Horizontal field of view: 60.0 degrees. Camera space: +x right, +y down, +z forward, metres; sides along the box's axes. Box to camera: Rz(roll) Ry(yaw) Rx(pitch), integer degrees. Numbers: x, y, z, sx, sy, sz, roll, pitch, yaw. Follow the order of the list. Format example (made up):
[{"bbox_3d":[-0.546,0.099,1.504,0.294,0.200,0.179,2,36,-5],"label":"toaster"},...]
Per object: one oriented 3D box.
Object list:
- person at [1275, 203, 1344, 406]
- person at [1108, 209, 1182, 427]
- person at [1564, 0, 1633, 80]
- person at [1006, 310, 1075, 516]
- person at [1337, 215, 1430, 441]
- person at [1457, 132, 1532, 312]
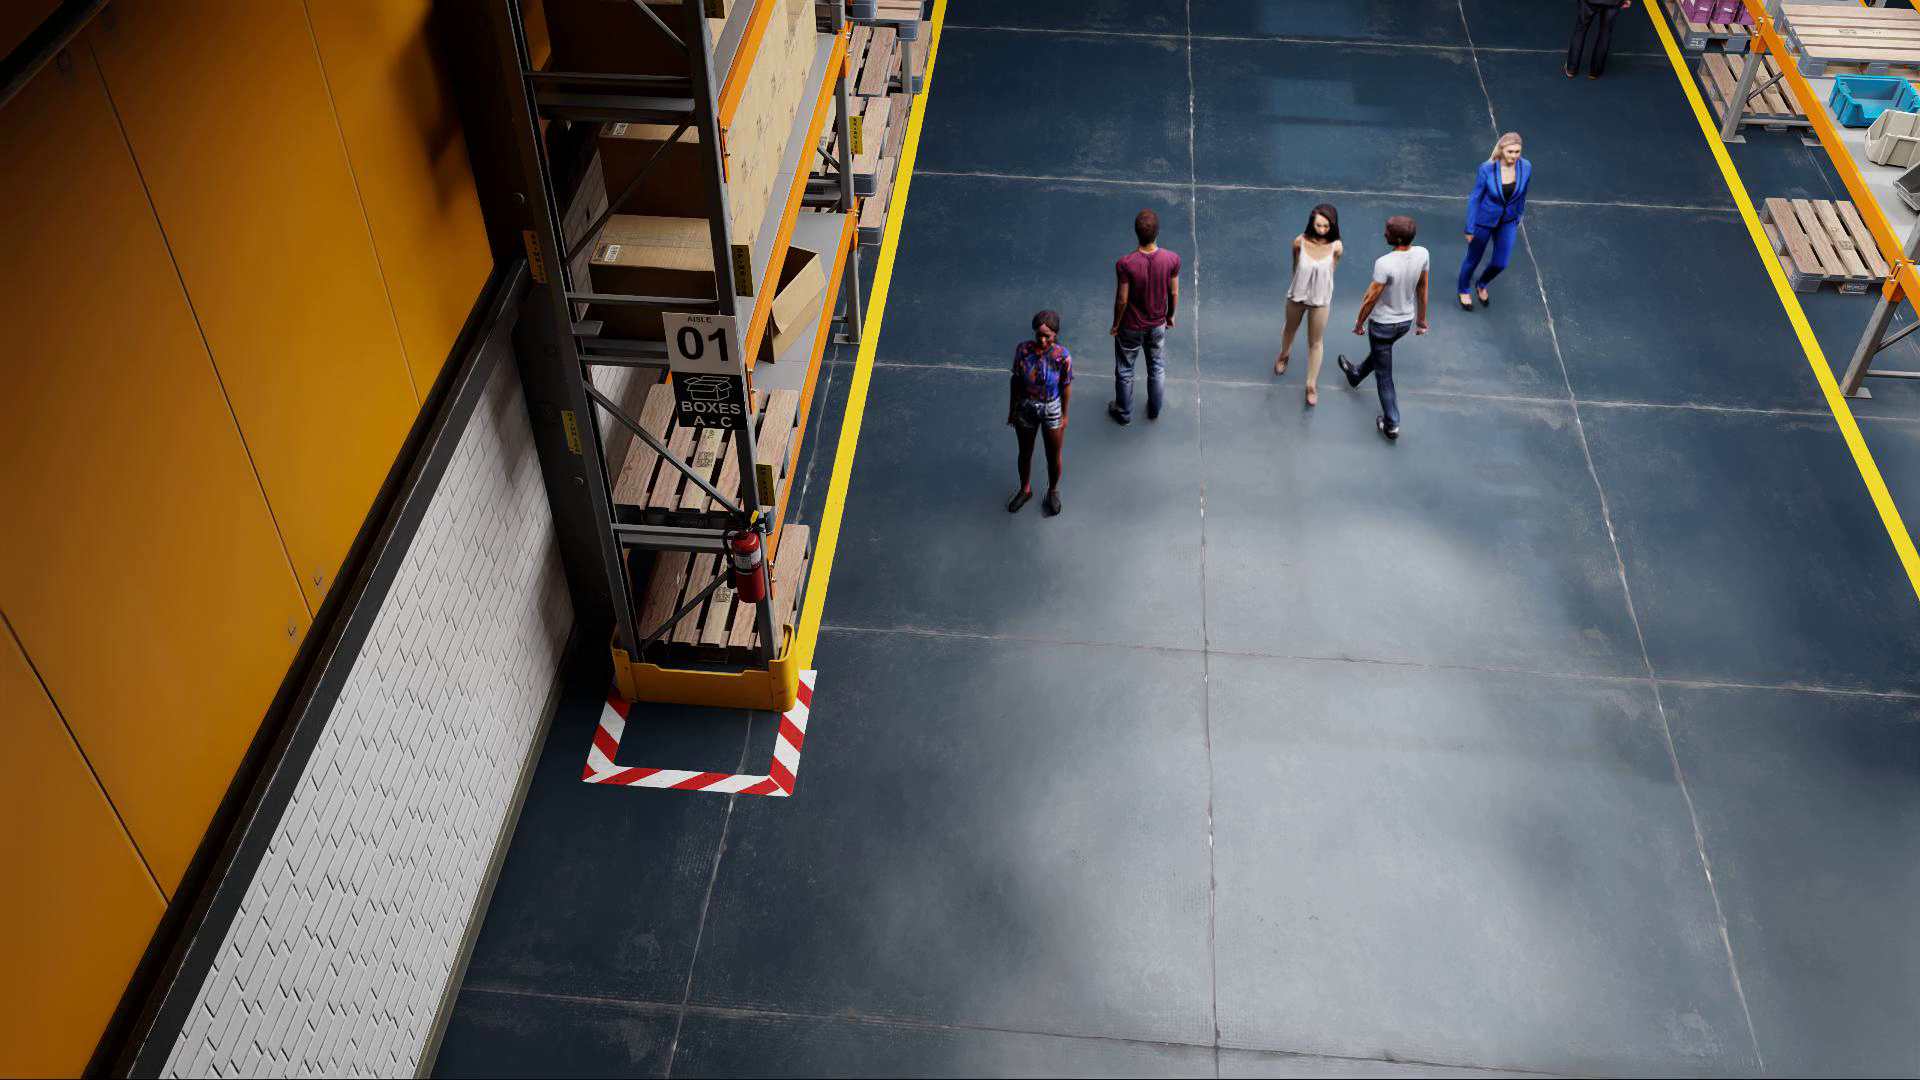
[{"bbox_3d":[2.695,-1.838,12.941,0.902,1.644,0.599,4,44,4],"label":"person"},{"bbox_3d":[1.386,-1.671,12.617,0.710,1.850,0.643,-9,44,-9],"label":"person"},{"bbox_3d":[6.456,-5.511,16.673,0.747,1.815,0.677,13,45,13],"label":"person"},{"bbox_3d":[0.570,-0.926,11.915,0.639,1.740,0.588,13,45,14],"label":"person"},{"bbox_3d":[3.285,-1.562,12.533,1.060,1.809,1.287,-16,46,-16],"label":"person"},{"bbox_3d":[4.379,-2.678,13.795,0.734,1.683,0.670,-3,44,-3],"label":"person"}]
